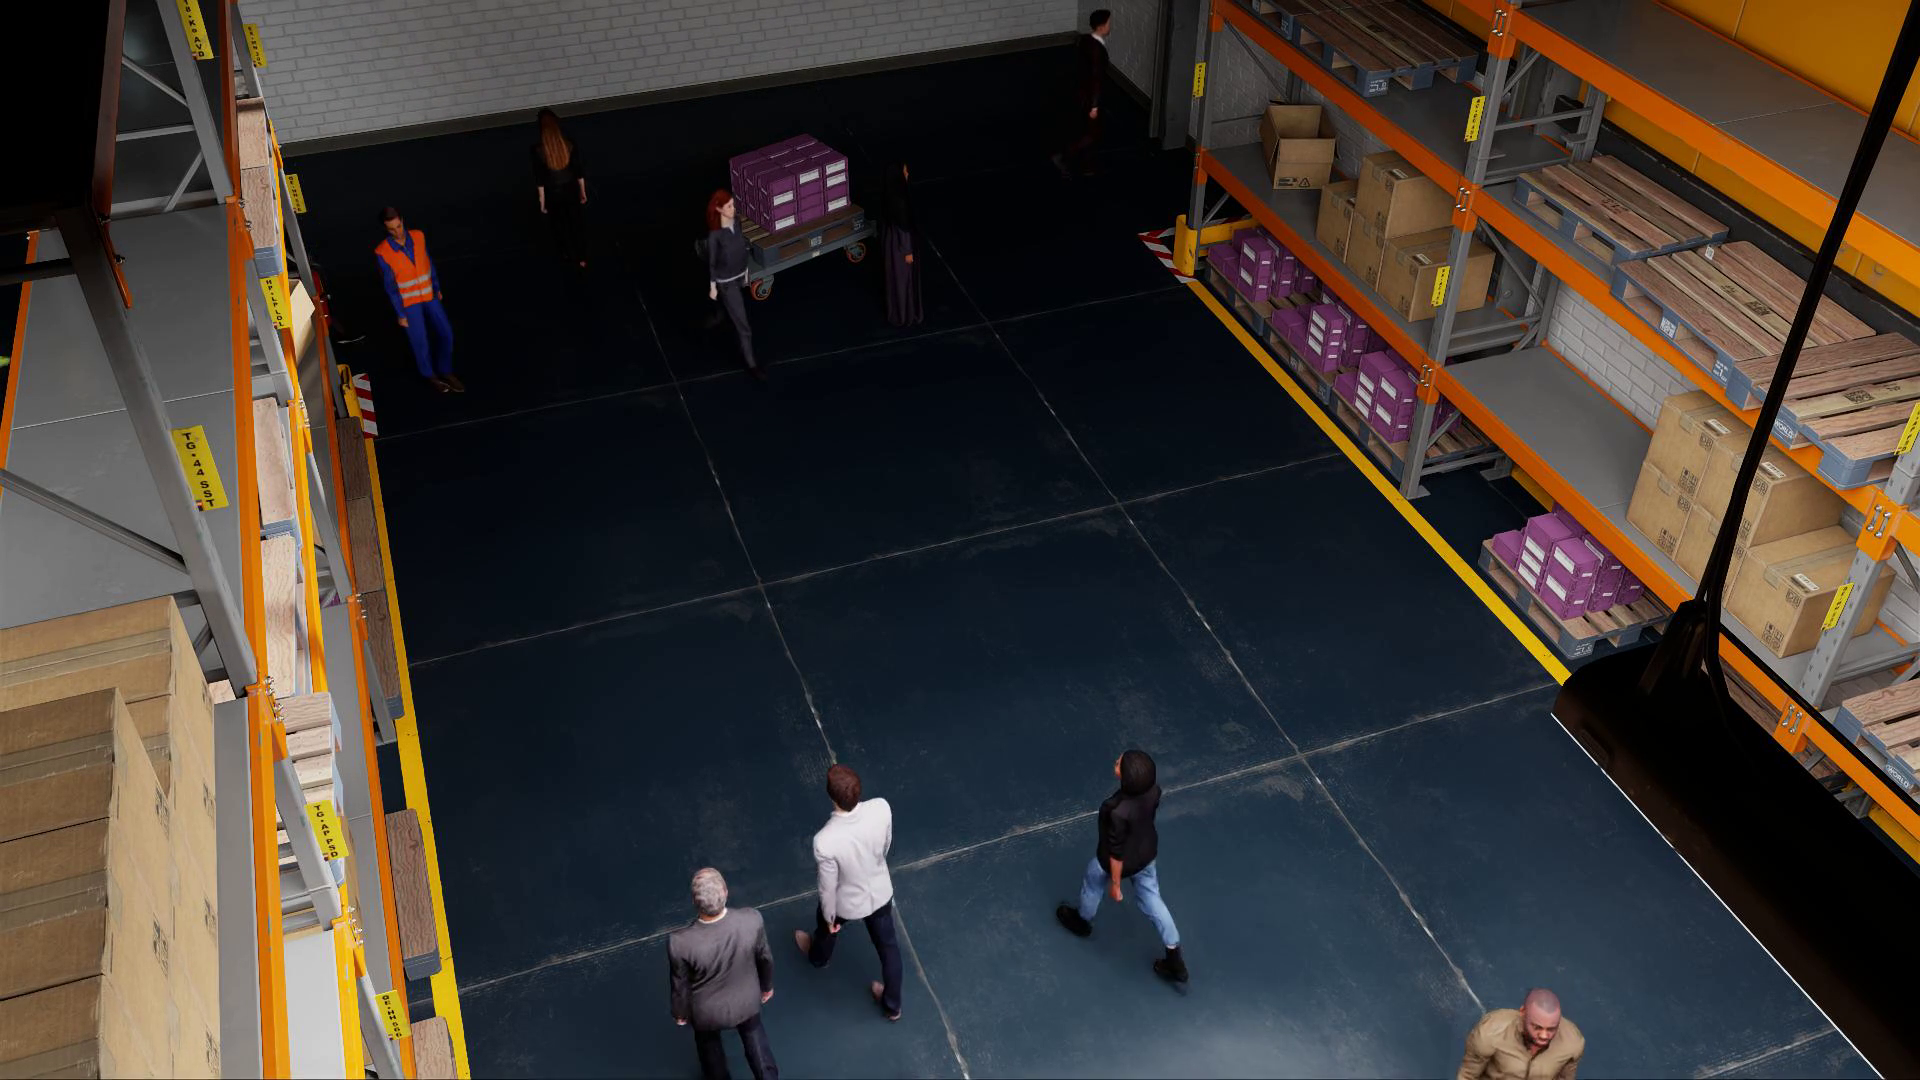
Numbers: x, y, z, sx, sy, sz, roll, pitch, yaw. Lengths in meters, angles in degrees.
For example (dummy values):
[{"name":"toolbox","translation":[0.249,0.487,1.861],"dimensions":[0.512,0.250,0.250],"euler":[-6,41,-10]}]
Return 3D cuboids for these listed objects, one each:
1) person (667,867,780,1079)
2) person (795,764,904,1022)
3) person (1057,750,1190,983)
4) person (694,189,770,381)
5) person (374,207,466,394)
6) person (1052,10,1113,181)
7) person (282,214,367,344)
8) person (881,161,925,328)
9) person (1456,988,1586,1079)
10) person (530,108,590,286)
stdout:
[{"name":"person","translation":[-1.210,2.427,8.664],"dimensions":[0.776,1.817,0.966],"euler":[-17,42,-20]},{"name":"person","translation":[-0.508,2.009,9.190],"dimensions":[0.854,1.816,1.115],"euler":[-21,43,-24]},{"name":"person","translation":[1.034,1.881,9.472],"dimensions":[0.904,1.663,1.224],"euler":[-31,48,-33]},{"name":"person","translation":[-2.095,-2.281,14.620],"dimensions":[1.184,1.743,1.042],"euler":[21,43,24]},{"name":"person","translation":[-4.725,-2.059,14.267],"dimensions":[0.879,1.837,0.850],"euler":[27,46,29]},{"name":"person","translation":[1.300,-4.663,17.517],"dimensions":[0.817,1.849,0.913],"euler":[-8,39,-10]},{"name":"person","translation":[-6.007,-2.352,14.701],"dimensions":[0.928,1.752,1.084],"euler":[-7,39,-9]},{"name":"person","translation":[-0.561,-2.744,15.302],"dimensions":[0.643,1.615,0.505],"euler":[-13,40,-16]},{"name":"person","translation":[2.721,2.741,8.282],"dimensions":[0.958,1.805,1.023],"euler":[6,39,8]},{"name":"person","translation":[-3.785,-3.251,15.878],"dimensions":[0.613,1.688,1.076],"euler":[-13,40,-16]}]
